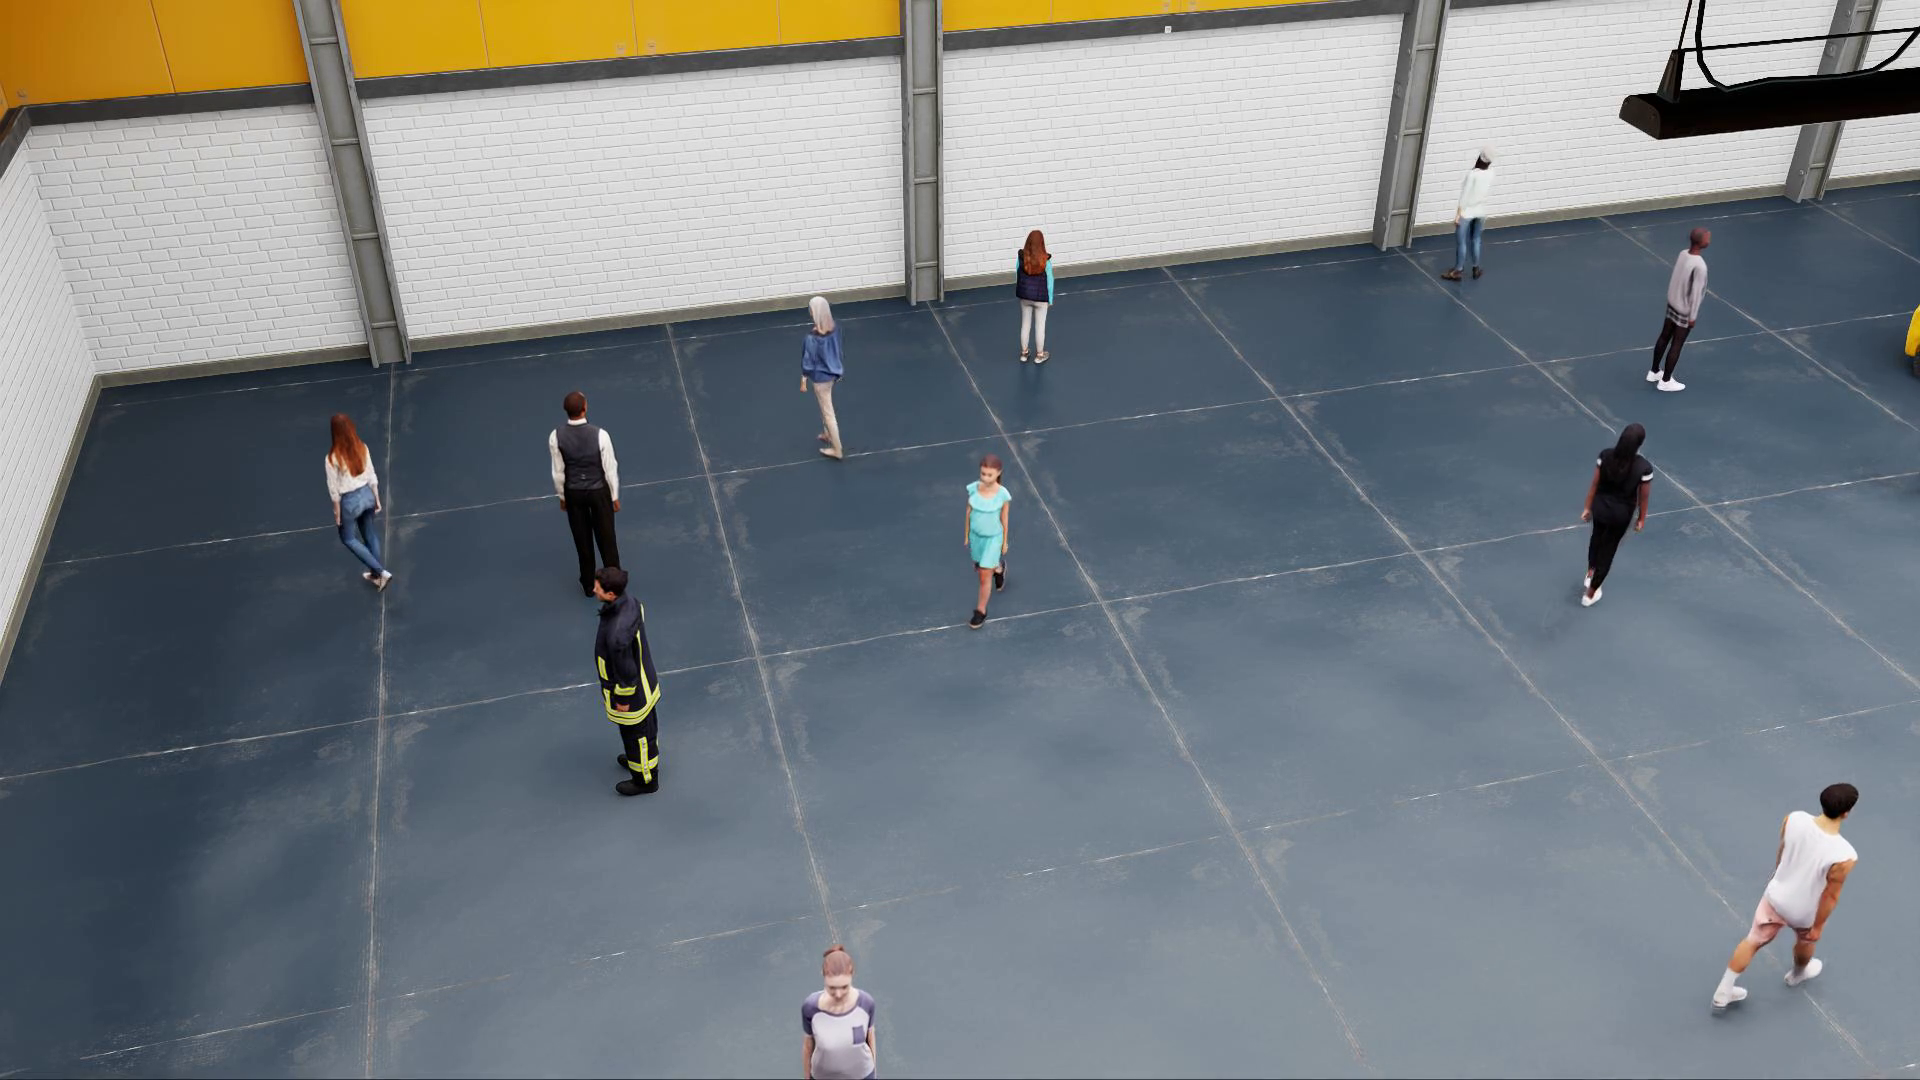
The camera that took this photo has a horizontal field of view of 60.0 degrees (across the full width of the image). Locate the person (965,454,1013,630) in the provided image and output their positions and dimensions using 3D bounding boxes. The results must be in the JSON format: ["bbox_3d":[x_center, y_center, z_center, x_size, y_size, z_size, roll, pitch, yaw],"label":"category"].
[{"bbox_3d":[0.242,-0.056,13.904,0.962,1.542,1.002,15,37,22],"label":"person"}]

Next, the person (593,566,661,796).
[{"bbox_3d":[-2.385,0.994,11.975,0.710,1.928,0.826,-3,34,-5],"label":"person"}]

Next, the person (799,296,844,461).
[{"bbox_3d":[-1.229,-1.535,16.001,0.838,1.684,0.776,20,38,27],"label":"person"}]

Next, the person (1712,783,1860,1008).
[{"bbox_3d":[5.090,2.240,10.266,1.180,1.745,0.816,-15,37,-22],"label":"person"}]

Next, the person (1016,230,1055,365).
[{"bbox_3d":[0.790,-2.610,17.784,0.678,1.500,0.748,13,36,18],"label":"person"}]

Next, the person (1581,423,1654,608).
[{"bbox_3d":[5.433,-0.184,13.940,0.799,1.715,0.861,25,41,32],"label":"person"}]

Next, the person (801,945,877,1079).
[{"bbox_3d":[-0.653,2.931,9.206,0.540,1.767,0.659,-4,34,-6],"label":"person"}]

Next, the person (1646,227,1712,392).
[{"bbox_3d":[7.473,-2.411,17.240,0.555,1.771,0.631,-5,34,-8],"label":"person"}]

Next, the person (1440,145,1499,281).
[{"bbox_3d":[5.980,-3.827,19.498,0.572,1.630,0.799,-28,43,-35],"label":"person"}]

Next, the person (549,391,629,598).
[{"bbox_3d":[-3.147,-0.372,14.068,0.602,1.886,0.801,-1,34,-2],"label":"person"}]

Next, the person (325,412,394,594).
[{"bbox_3d":[-5.069,-0.279,14.080,0.887,1.718,0.865,25,41,32],"label":"person"}]
